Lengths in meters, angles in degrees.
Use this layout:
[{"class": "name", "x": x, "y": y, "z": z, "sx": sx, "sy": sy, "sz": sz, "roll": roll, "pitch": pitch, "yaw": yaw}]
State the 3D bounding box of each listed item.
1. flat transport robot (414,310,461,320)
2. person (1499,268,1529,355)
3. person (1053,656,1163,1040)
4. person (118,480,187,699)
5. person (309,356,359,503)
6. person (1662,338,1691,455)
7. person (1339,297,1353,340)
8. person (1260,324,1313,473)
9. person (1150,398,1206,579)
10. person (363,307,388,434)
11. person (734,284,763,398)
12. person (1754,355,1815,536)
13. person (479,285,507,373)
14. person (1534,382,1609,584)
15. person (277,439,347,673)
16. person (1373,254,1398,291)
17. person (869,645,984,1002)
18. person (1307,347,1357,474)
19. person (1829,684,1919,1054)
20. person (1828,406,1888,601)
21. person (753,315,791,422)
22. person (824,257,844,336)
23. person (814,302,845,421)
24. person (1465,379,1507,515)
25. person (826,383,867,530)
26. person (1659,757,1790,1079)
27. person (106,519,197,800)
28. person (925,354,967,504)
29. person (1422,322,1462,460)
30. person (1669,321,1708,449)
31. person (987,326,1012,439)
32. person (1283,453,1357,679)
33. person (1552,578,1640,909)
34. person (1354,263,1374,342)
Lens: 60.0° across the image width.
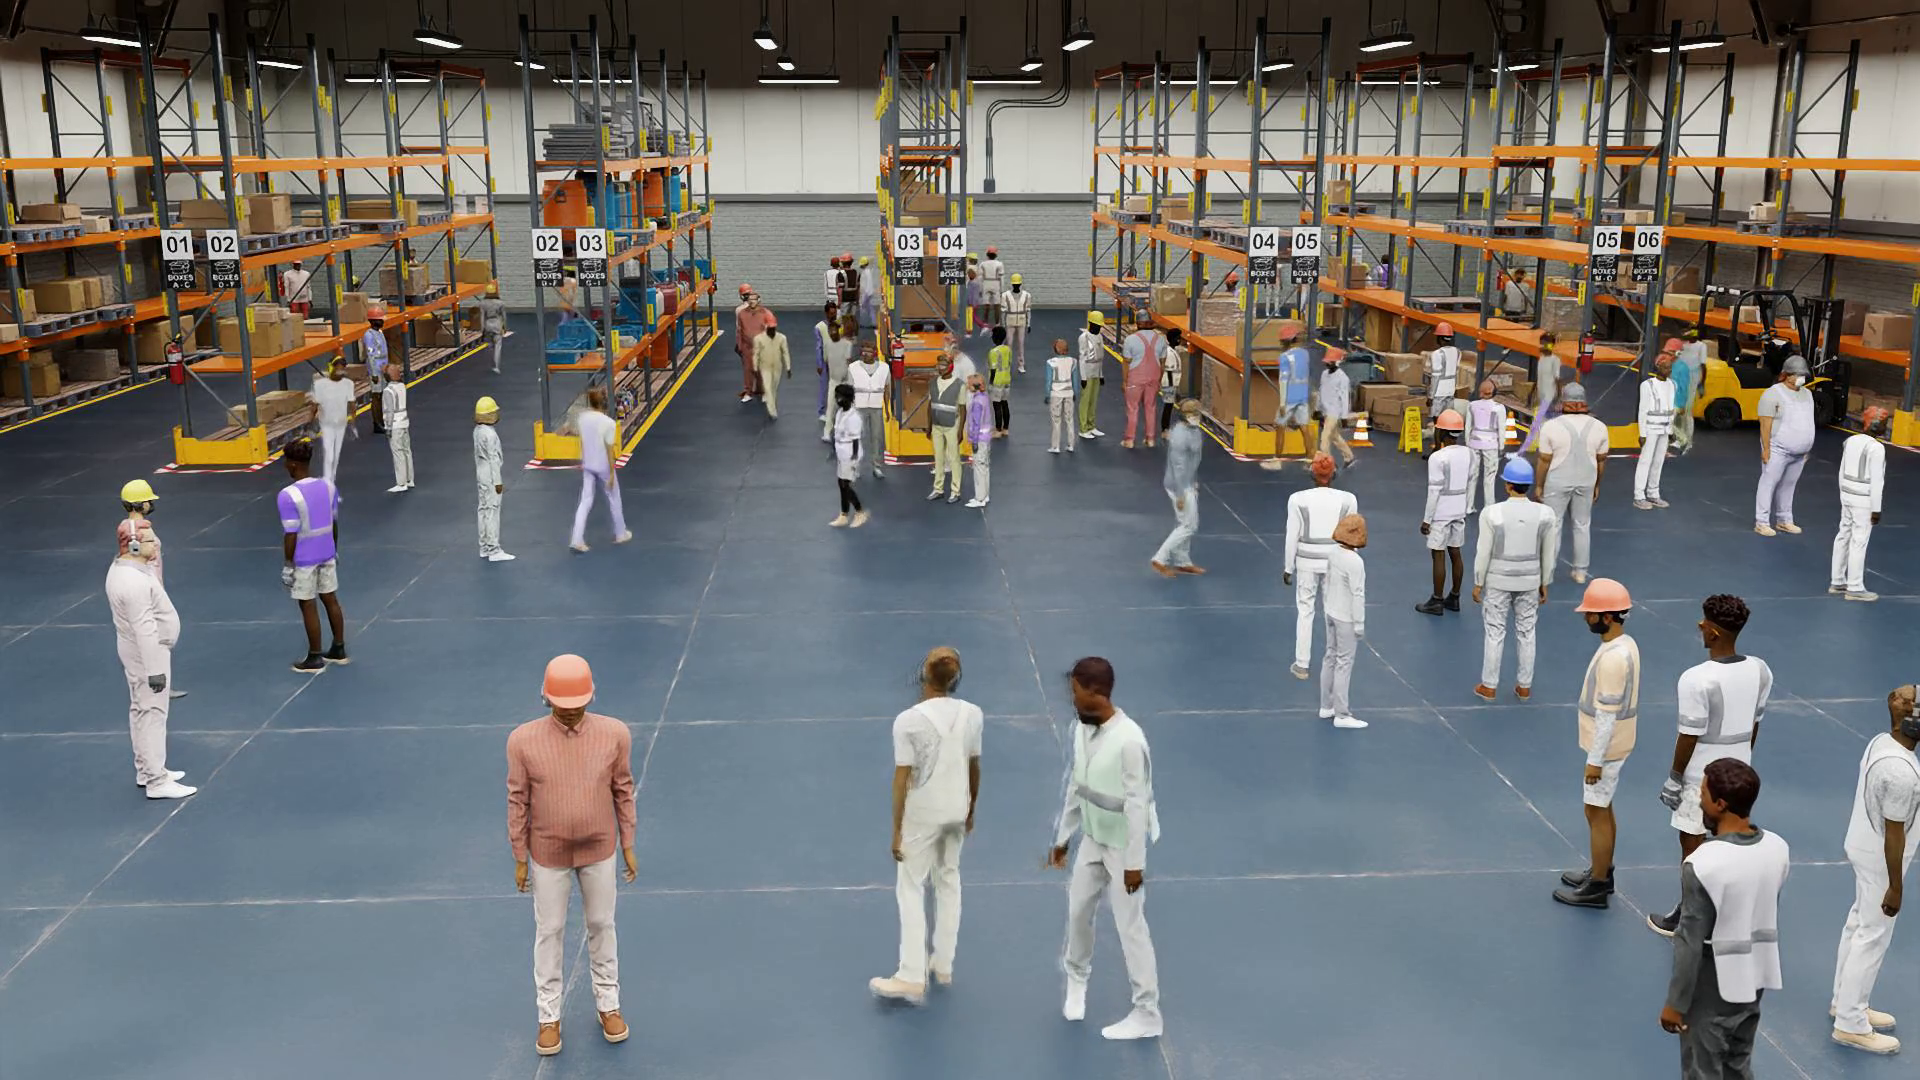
[{"class": "flat transport robot", "x": -13.274, "y": -5.708, "z": 42.240, "sx": 0.652, "sy": 0.197, "sz": 1.431, "roll": 1, "pitch": 13, "yaw": 5}, {"class": "person", "x": 11.651, "y": -4.787, "z": 34.996, "sx": 0.537, "sy": 1.827, "sz": 0.890, "roll": 3, "pitch": 14, "yaw": 14}, {"class": "person", "x": 0.732, "y": 1.509, "z": 8.246, "sx": 0.488, "sy": 1.870, "sz": 0.632, "roll": -8, "pitch": 15, "yaw": -30}, {"class": "person", "x": -6.442, "y": 0.394, "z": 13.189, "sx": 0.525, "sy": 1.769, "sz": 0.313, "roll": 12, "pitch": 18, "yaw": 42}, {"class": "person", "x": -7.690, "y": -1.357, "z": 20.513, "sx": 0.553, "sy": 1.808, "sz": 0.903, "roll": -12, "pitch": 18, "yaw": -41}, {"class": "person", "x": 9.975, "y": -1.974, "z": 23.285, "sx": 0.715, "sy": 1.732, "sz": 0.570, "roll": -3, "pitch": 14, "yaw": -12}, {"class": "person", "x": 8.782, "y": -5.289, "z": 37.582, "sx": 0.365, "sy": 1.611, "sz": 0.501, "roll": 5, "pitch": 14, "yaw": 20}, {"class": "person", "x": 4.488, "y": -1.890, "z": 22.396, "sx": 0.631, "sy": 2.005, "sz": 0.715, "roll": -10, "pitch": 17, "yaw": -37}, {"class": "person", "x": 2.222, "y": -0.512, "z": 16.764, "sx": 0.456, "sy": 1.901, "sz": 0.662, "roll": 4, "pitch": 14, "yaw": 15}, {"class": "person", "x": -8.907, "y": -2.605, "z": 25.524, "sx": 0.362, "sy": 1.938, "sz": 0.545, "roll": 0, "pitch": 13, "yaw": -2}, {"class": "person", "x": -3.695, "y": -3.475, "z": 29.108, "sx": 0.392, "sy": 1.985, "sz": 0.609, "roll": 12, "pitch": 18, "yaw": 40}, {"class": "person", "x": 9.354, "y": -1.062, "z": 18.768, "sx": 0.683, "sy": 2.000, "sz": 0.538, "roll": -5, "pitch": 14, "yaw": -20}, {"class": "person", "x": -9.108, "y": -4.123, "z": 32.449, "sx": 0.481, "sy": 1.703, "sz": 0.888, "roll": -1, "pitch": 13, "yaw": -6}, {"class": "person", "x": 6.096, "y": -0.580, "z": 16.723, "sx": 0.688, "sy": 2.000, "sz": 0.536, "roll": 0, "pitch": 13, "yaw": 0}, {"class": "person", "x": -5.420, "y": 0.131, "z": 13.871, "sx": 0.362, "sy": 1.963, "sz": 0.613, "roll": 5, "pitch": 14, "yaw": 22}, {"class": "person", "x": 10.087, "y": -5.874, "z": 39.578, "sx": 0.633, "sy": 1.841, "sz": 0.429, "roll": -3, "pitch": 14, "yaw": -11}, {"class": "person", "x": -0.169, "y": 1.461, "z": 8.588, "sx": 0.687, "sy": 1.804, "sz": 0.435, "roll": -8, "pitch": 16, "yaw": -31}, {"class": "person", "x": 5.062, "y": -1.738, "z": 22.331, "sx": 0.768, "sy": 1.728, "sz": 0.574, "roll": -3, "pitch": 14, "yaw": -12}, {"class": "person", "x": 4.473, "y": 1.575, "z": 8.047, "sx": 0.341, "sy": 1.839, "sz": 0.501, "roll": 4, "pitch": 14, "yaw": 18}, {"class": "person", "x": 8.736, "y": -0.361, "z": 16.130, "sx": 0.359, "sy": 1.886, "sz": 0.573, "roll": -1, "pitch": 13, "yaw": -3}, {"class": "person", "x": -3.014, "y": -2.766, "z": 26.706, "sx": 0.580, "sy": 1.697, "sz": 0.915, "roll": -6, "pitch": 15, "yaw": -24}, {"class": "person", "x": -2.825, "y": -5.502, "z": 37.909, "sx": 0.584, "sy": 1.883, "sz": 0.346, "roll": 9, "pitch": 16, "yaw": 35}, {"class": "person", "x": -2.089, "y": -2.860, "z": 26.678, "sx": 0.393, "sy": 1.911, "sz": 0.586, "roll": 12, "pitch": 18, "yaw": 42}, {"class": "person", "x": 6.224, "y": -1.087, "z": 19.729, "sx": 0.312, "sy": 1.642, "sz": 0.512, "roll": -12, "pitch": 18, "yaw": -42}, {"class": "person", "x": -1.310, "y": -0.961, "z": 19.098, "sx": 0.381, "sy": 1.685, "sz": 0.545, "roll": -5, "pitch": 14, "yaw": -21}, {"class": "person", "x": 3.143, "y": 1.825, "z": 6.834, "sx": 0.583, "sy": 1.910, "sz": 0.401, "roll": -9, "pitch": 16, "yaw": -32}, {"class": "person", "x": -5.451, "y": 0.793, "z": 11.197, "sx": 0.408, "sy": 1.906, "sz": 0.653, "roll": -9, "pitch": 16, "yaw": -34}, {"class": "person", "x": -0.161, "y": -1.383, "z": 20.543, "sx": 0.566, "sy": 1.846, "sz": 0.389, "roll": 9, "pitch": 16, "yaw": 34}, {"class": "person", "x": 6.723, "y": -2.067, "z": 23.243, "sx": 0.542, "sy": 1.939, "sz": 0.362, "roll": -10, "pitch": 17, "yaw": -36}, {"class": "person", "x": 10.584, "y": -2.259, "z": 24.231, "sx": 0.444, "sy": 1.854, "sz": 0.573, "roll": -3, "pitch": 14, "yaw": -13}, {"class": "person", "x": 0.585, "y": -2.364, "z": 25.021, "sx": 0.318, "sy": 1.697, "sz": 0.535, "roll": 7, "pitch": 15, "yaw": 29}, {"class": "person", "x": 2.956, "y": 0.218, "z": 13.680, "sx": 0.585, "sy": 1.882, "sz": 0.337, "roll": 0, "pitch": 13, "yaw": 1}, {"class": "person", "x": 3.683, "y": 1.166, "z": 9.592, "sx": 0.388, "sy": 1.924, "sz": 0.549, "roll": 6, "pitch": 15, "yaw": 24}, {"class": "person", "x": 8.948, "y": -5.231, "z": 36.908, "sx": 0.407, "sy": 1.820, "sz": 0.594, "roll": -2, "pitch": 13, "yaw": -7}]
